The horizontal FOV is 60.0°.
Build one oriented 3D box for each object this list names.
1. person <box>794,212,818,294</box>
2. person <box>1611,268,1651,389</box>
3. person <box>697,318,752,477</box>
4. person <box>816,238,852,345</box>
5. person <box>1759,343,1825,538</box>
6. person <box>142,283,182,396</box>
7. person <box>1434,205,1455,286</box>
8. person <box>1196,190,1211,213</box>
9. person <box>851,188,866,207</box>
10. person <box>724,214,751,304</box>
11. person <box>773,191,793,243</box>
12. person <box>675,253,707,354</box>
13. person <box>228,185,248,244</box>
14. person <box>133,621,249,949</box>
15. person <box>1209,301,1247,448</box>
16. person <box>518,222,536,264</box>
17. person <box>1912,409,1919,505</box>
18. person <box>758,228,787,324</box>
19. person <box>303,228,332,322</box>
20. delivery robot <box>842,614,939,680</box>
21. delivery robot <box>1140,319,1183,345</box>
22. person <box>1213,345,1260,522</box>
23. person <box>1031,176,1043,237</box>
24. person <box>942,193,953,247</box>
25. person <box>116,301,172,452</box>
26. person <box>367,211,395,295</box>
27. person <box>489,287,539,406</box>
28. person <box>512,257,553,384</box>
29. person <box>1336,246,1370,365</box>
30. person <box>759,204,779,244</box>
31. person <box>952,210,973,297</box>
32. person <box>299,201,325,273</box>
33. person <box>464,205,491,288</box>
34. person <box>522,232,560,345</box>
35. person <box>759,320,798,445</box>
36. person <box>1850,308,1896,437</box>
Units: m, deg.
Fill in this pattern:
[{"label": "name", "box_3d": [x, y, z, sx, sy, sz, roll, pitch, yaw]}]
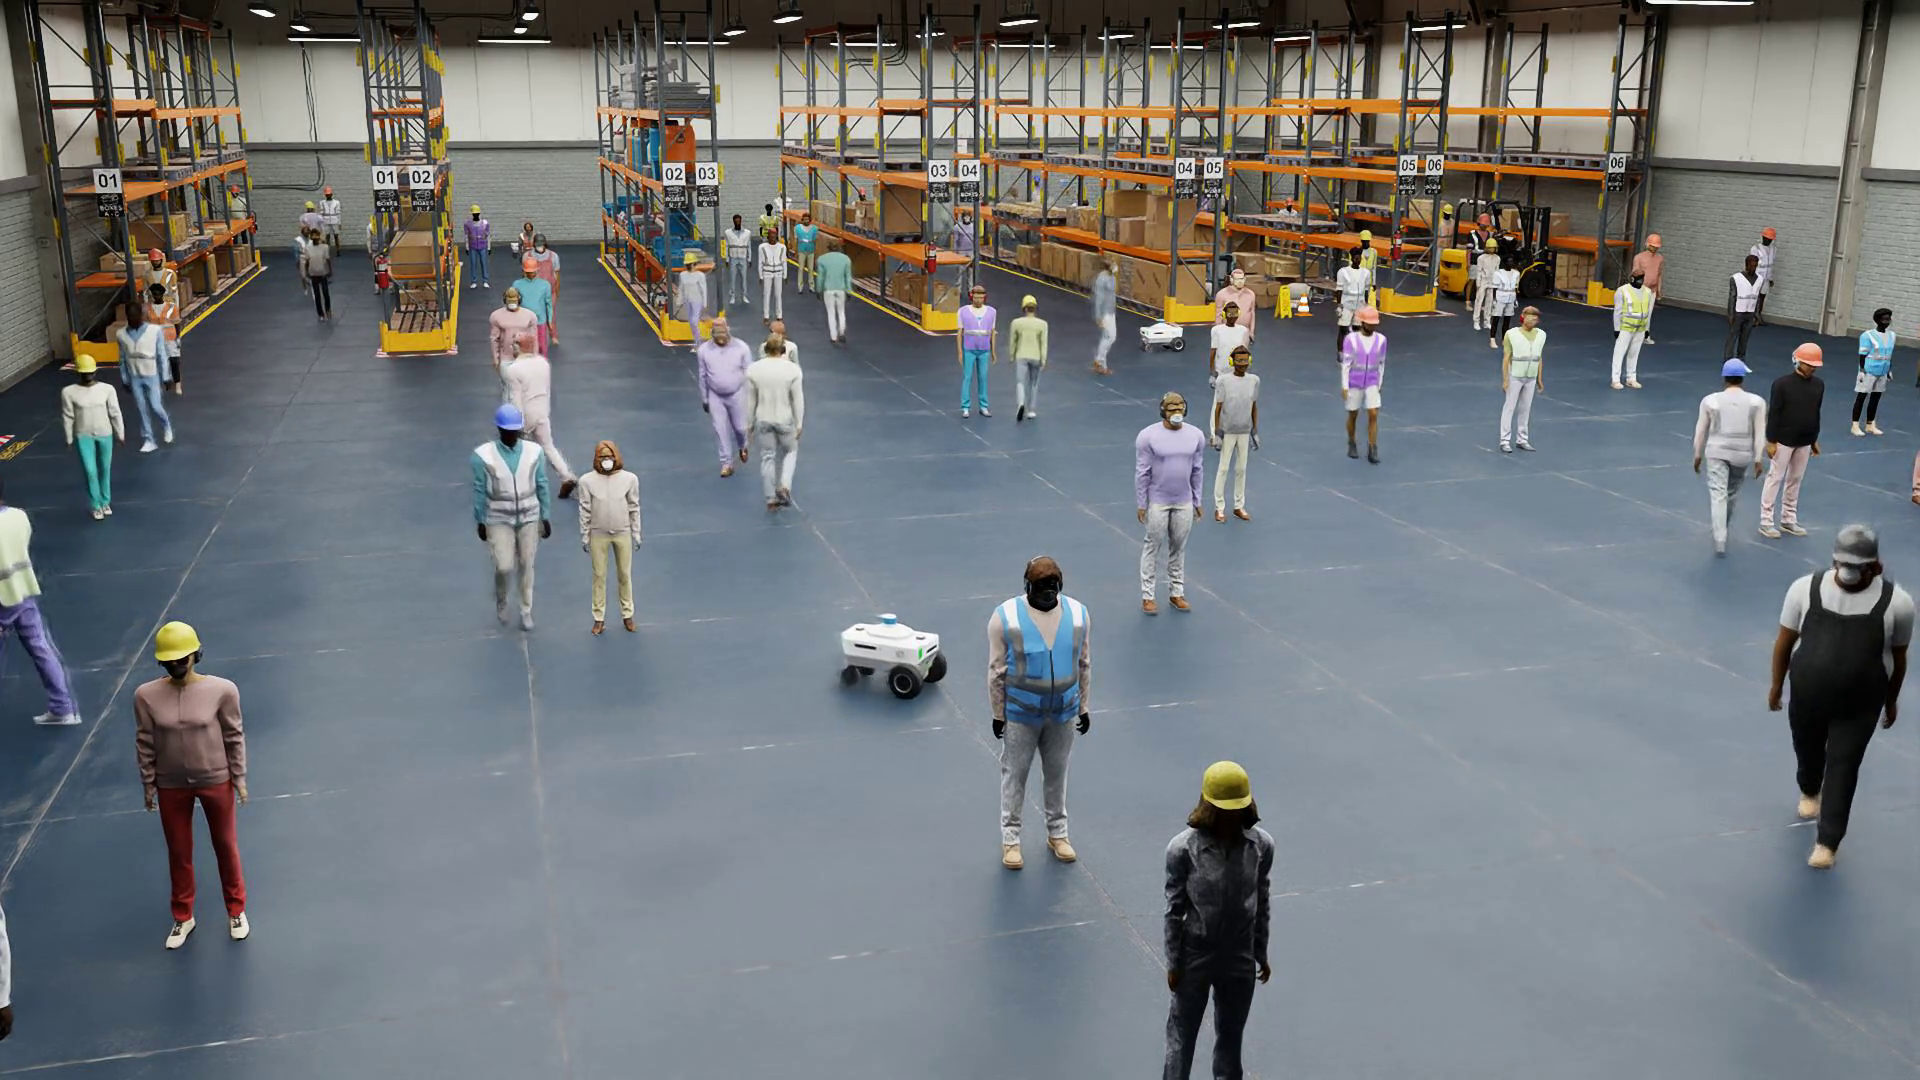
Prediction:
[{"label": "person", "box_3d": [-3.507, -6.554, 37.990, 0.564, 1.838, 0.390, -4, 15, -15]}, {"label": "person", "box_3d": [10.312, -3.242, 25.521, 0.623, 1.844, 0.429, -4, 15, -15]}, {"label": "person", "box_3d": [-2.752, -1.720, 19.732, 0.692, 1.873, 0.718, 0, 15, 0]}, {"label": "person", "box_3d": [-2.310, -4.532, 30.263, 0.635, 1.908, 0.800, -4, 15, -15]}, {"label": "person", "box_3d": [8.449, -1.012, 16.848, 0.608, 1.987, 0.388, -4, 15, -15]}, {"label": "person", "box_3d": [-11.926, -2.998, 24.884, 0.532, 1.693, 0.319, -4, 15, -15]}, {"label": "person", "box_3d": [11.494, -6.990, 39.474, 0.584, 1.919, 0.375, -4, 15, -15]}, {"label": "person", "box_3d": [6.898, -9.191, 47.538, 0.605, 2.035, 0.384, -4, 15, -15]}, {"label": "person", "box_3d": [-2.664, -8.559, 45.232, 0.608, 1.995, 0.377, -4, 15, -15]}, {"label": "person", "box_3d": [-4.822, -6.109, 36.159, 0.589, 1.919, 0.393, -4, 15, -15]}, {"label": "person", "box_3d": [-5.198, -9.466, 48.956, 0.586, 1.833, 0.403, -4, 15, -15]}, {"label": "person", "box_3d": [-4.704, -4.127, 29.040, 0.531, 1.745, 0.613, 8, 17, 28]}, {"label": "person", "box_3d": [-20.315, -8.966, 46.778, 0.608, 1.987, 0.388, -4, 15, -15]}, {"label": "person", "box_3d": [-3.998, 1.270, 8.687, 0.522, 1.768, 0.312, -4, 15, -15]}, {"label": "person", "box_3d": [3.423, -2.114, 21.219, 0.510, 1.872, 0.329, -4, 15, -15]}, {"label": "person", "box_3d": [-9.766, -6.400, 37.787, 0.511, 1.641, 0.308, -4, 15, -15]}, {"label": "person", "box_3d": [10.765, -1.314, 18.150, 0.639, 1.903, 0.409, -4, 15, -15]}, {"label": "person", "box_3d": [-3.689, -5.200, 32.800, 0.573, 1.887, 0.356, -4, 15, -15]}, {"label": "person", "box_3d": [-12.770, -5.262, 33.079, 0.501, 1.861, 0.403, -4, 15, -15]}, {"label": "delivery robot", "box_3d": [-0.530, 0.805, 12.575, 0.707, 0.478, 0.477, 7, 16, 24]}, {"label": "delivery robot", "box_3d": [3.548, -3.640, 29.303, 0.707, 0.478, 0.477, -4, 15, -15]}, {"label": "person", "box_3d": [2.906, -1.119, 17.474, 0.510, 1.872, 0.329, -4, 15, -15]}, {"label": "person", "box_3d": [2.447, -10.714, 53.433, 0.602, 1.948, 0.387, -4, 15, -15]}, {"label": "person", "box_3d": [-0.389, -9.577, 49.782, 0.374, 1.607, 0.570, -1, 15, -4]}, {"label": "person", "box_3d": [-10.280, -2.073, 20.995, 0.620, 1.906, 0.487, 0, 15, 0]}, {"label": "person", "box_3d": [-13.126, -6.540, 37.744, 0.602, 1.939, 0.397, -4, 15, -15]}, {"label": "person", "box_3d": [-5.920, -2.398, 22.168, 0.628, 1.935, 0.373, -4, 15, -15]}, {"label": "person", "box_3d": [-6.617, -3.387, 25.785, 0.608, 1.987, 0.388, -4, 15, -15]}, {"label": "person", "box_3d": [6.575, -3.924, 27.851, 0.602, 1.962, 0.368, -4, 15, -15]}, {"label": "person", "box_3d": [-4.979, -7.920, 43.405, 0.532, 1.693, 0.319, -4, 15, -15]}, {"label": "person", "box_3d": [0.137, -6.408, 37.248, 0.628, 1.940, 0.373, -4, 15, -15]}, {"label": "person", "box_3d": [-16.529, -7.711, 42.389, 0.620, 1.810, 0.731, -9, 17, -31]}, {"label": "person", "box_3d": [-11.324, -6.886, 39.066, 0.584, 1.927, 0.367, -4, 15, -15]}, {"label": "person", "box_3d": [-7.535, -4.534, 29.996, 0.678, 2.000, 0.537, -4, 15, -15]}, {"label": "person", "box_3d": [-2.287, -1.973, 21.150, 0.533, 1.620, 0.448, -6, 16, -21]}, {"label": "person", "box_3d": [12.051, -2.210, 21.912, 0.532, 1.696, 0.319, -4, 15, -15]}]
